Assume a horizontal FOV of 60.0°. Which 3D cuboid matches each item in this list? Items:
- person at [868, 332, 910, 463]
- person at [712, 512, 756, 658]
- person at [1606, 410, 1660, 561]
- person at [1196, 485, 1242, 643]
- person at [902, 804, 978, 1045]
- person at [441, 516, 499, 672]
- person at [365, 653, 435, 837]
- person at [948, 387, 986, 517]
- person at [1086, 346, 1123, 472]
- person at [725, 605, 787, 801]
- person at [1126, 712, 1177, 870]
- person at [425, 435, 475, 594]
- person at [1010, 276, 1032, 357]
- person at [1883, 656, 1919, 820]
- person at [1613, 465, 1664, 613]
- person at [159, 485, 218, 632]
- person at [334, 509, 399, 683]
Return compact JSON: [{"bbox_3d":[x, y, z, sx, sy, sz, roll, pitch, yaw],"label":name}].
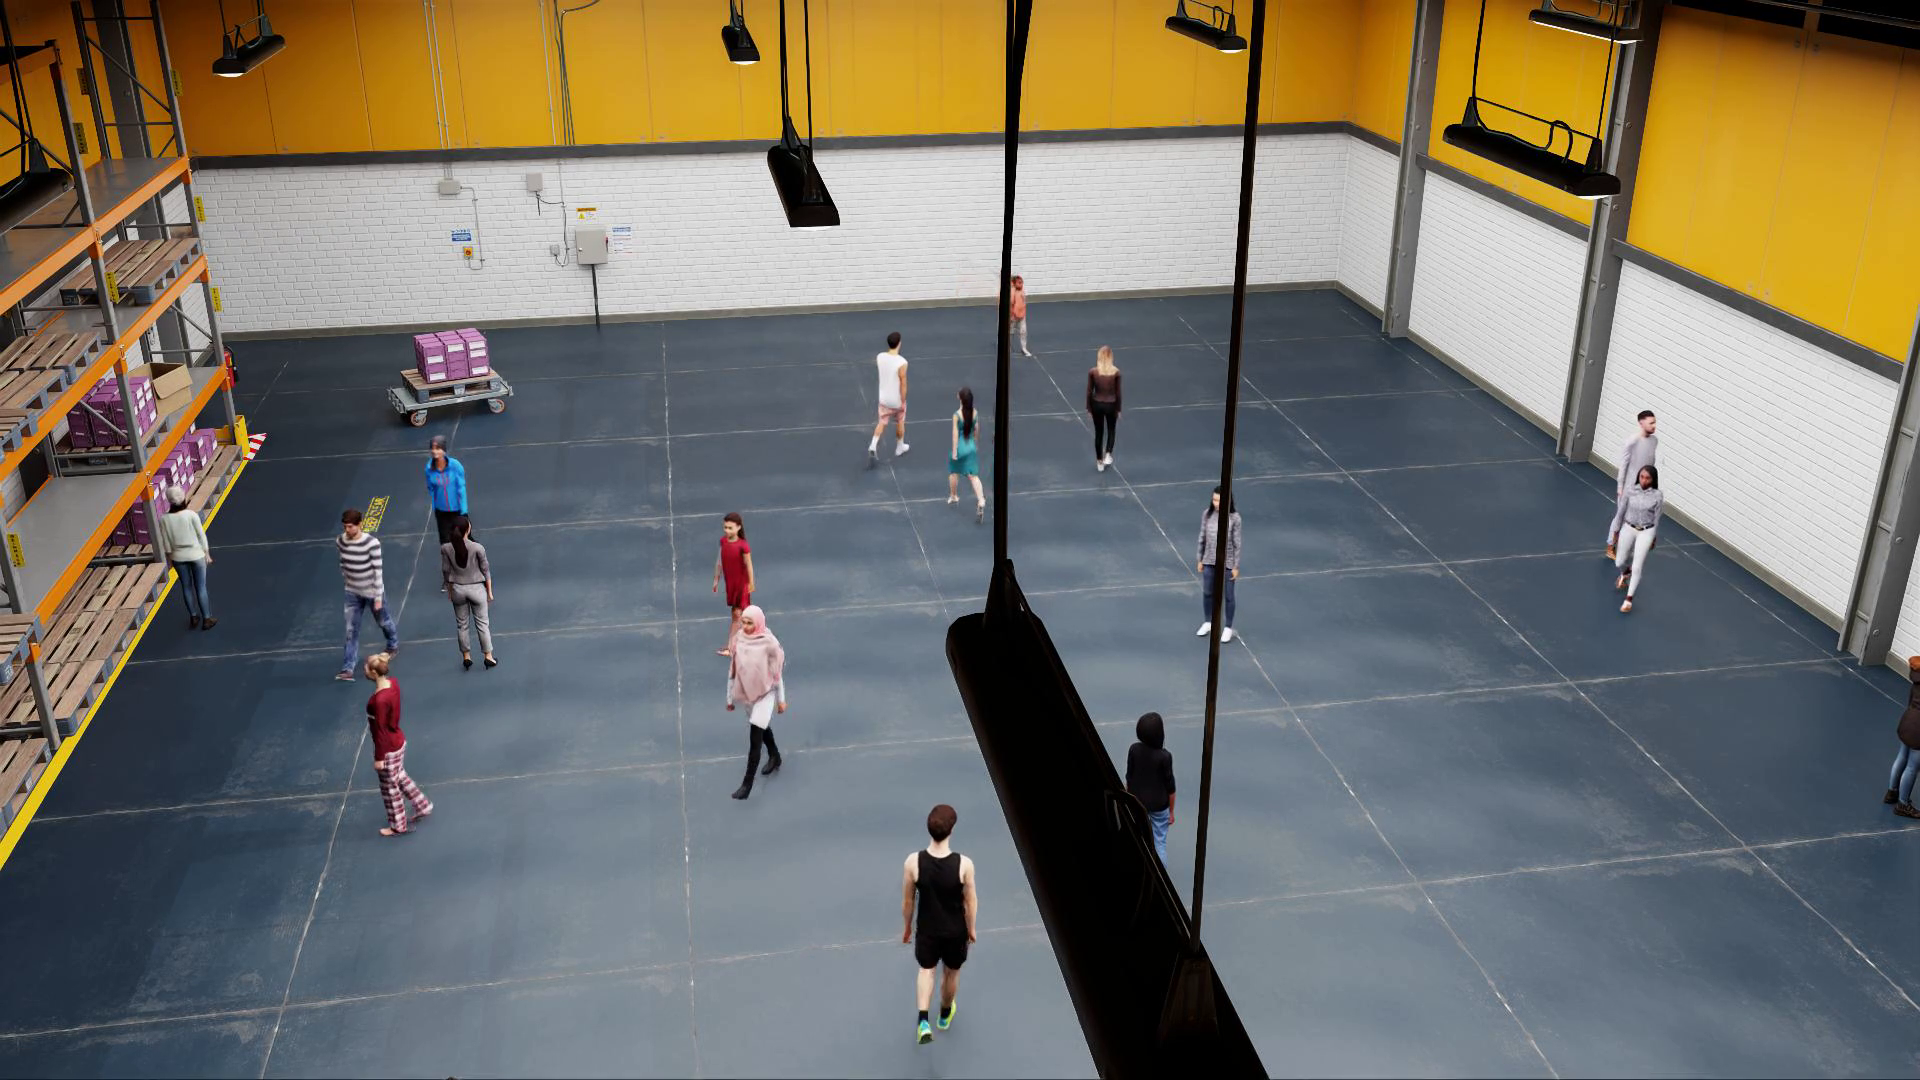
[{"bbox_3d":[-0.981,-1.899,22.415,1.058,1.764,1.163,13,27,27],"label":"person"},{"bbox_3d":[-2.299,0.405,17.452,0.949,1.516,1.038,14,27,30],"label":"person"},{"bbox_3d":[7.897,-0.658,19.484,0.726,1.836,0.637,-9,25,-20],"label":"person"},{"bbox_3d":[2.753,0.221,17.606,0.700,1.731,0.728,11,26,24],"label":"person"},{"bbox_3d":[-0.144,2.741,11.657,0.856,1.877,1.033,3,24,8],"label":"person"},{"bbox_3d":[-5.007,0.544,16.935,0.655,1.677,0.618,0,24,-1],"label":"person"},{"bbox_3d":[-4.849,1.727,14.195,0.729,1.704,0.631,-4,24,-9],"label":"person"},{"bbox_3d":[0.103,-1.065,20.644,0.830,1.653,1.109,-14,27,-29],"label":"person"},{"bbox_3d":[1.910,-1.717,22.086,0.718,1.694,0.753,3,24,7],"label":"person"},{"bbox_3d":[-1.773,1.387,14.907,1.079,1.756,1.236,11,26,23],"label":"person"},{"bbox_3d":[1.509,2.128,13.280,0.656,1.702,0.691,10,26,22],"label":"person"},{"bbox_3d":[-5.733,-0.351,18.884,0.783,1.754,1.204,1,24,1],"label":"person"},{"bbox_3d":[0.891,-3.662,27.022,0.756,1.303,0.968,-16,28,-32],"label":"person"},{"bbox_3d":[8.371,1.633,14.497,0.764,1.633,0.644,3,24,6],"label":"person"},{"bbox_3d":[7.467,-0.063,18.289,0.900,1.703,0.978,15,28,30],"label":"person"},{"bbox_3d":[-8.266,0.174,17.817,0.574,1.647,0.604,-4,24,-9],"label":"person"},{"bbox_3d":[-5.982,0.502,16.886,0.941,1.792,1.285,4,24,9],"label":"person"}]
